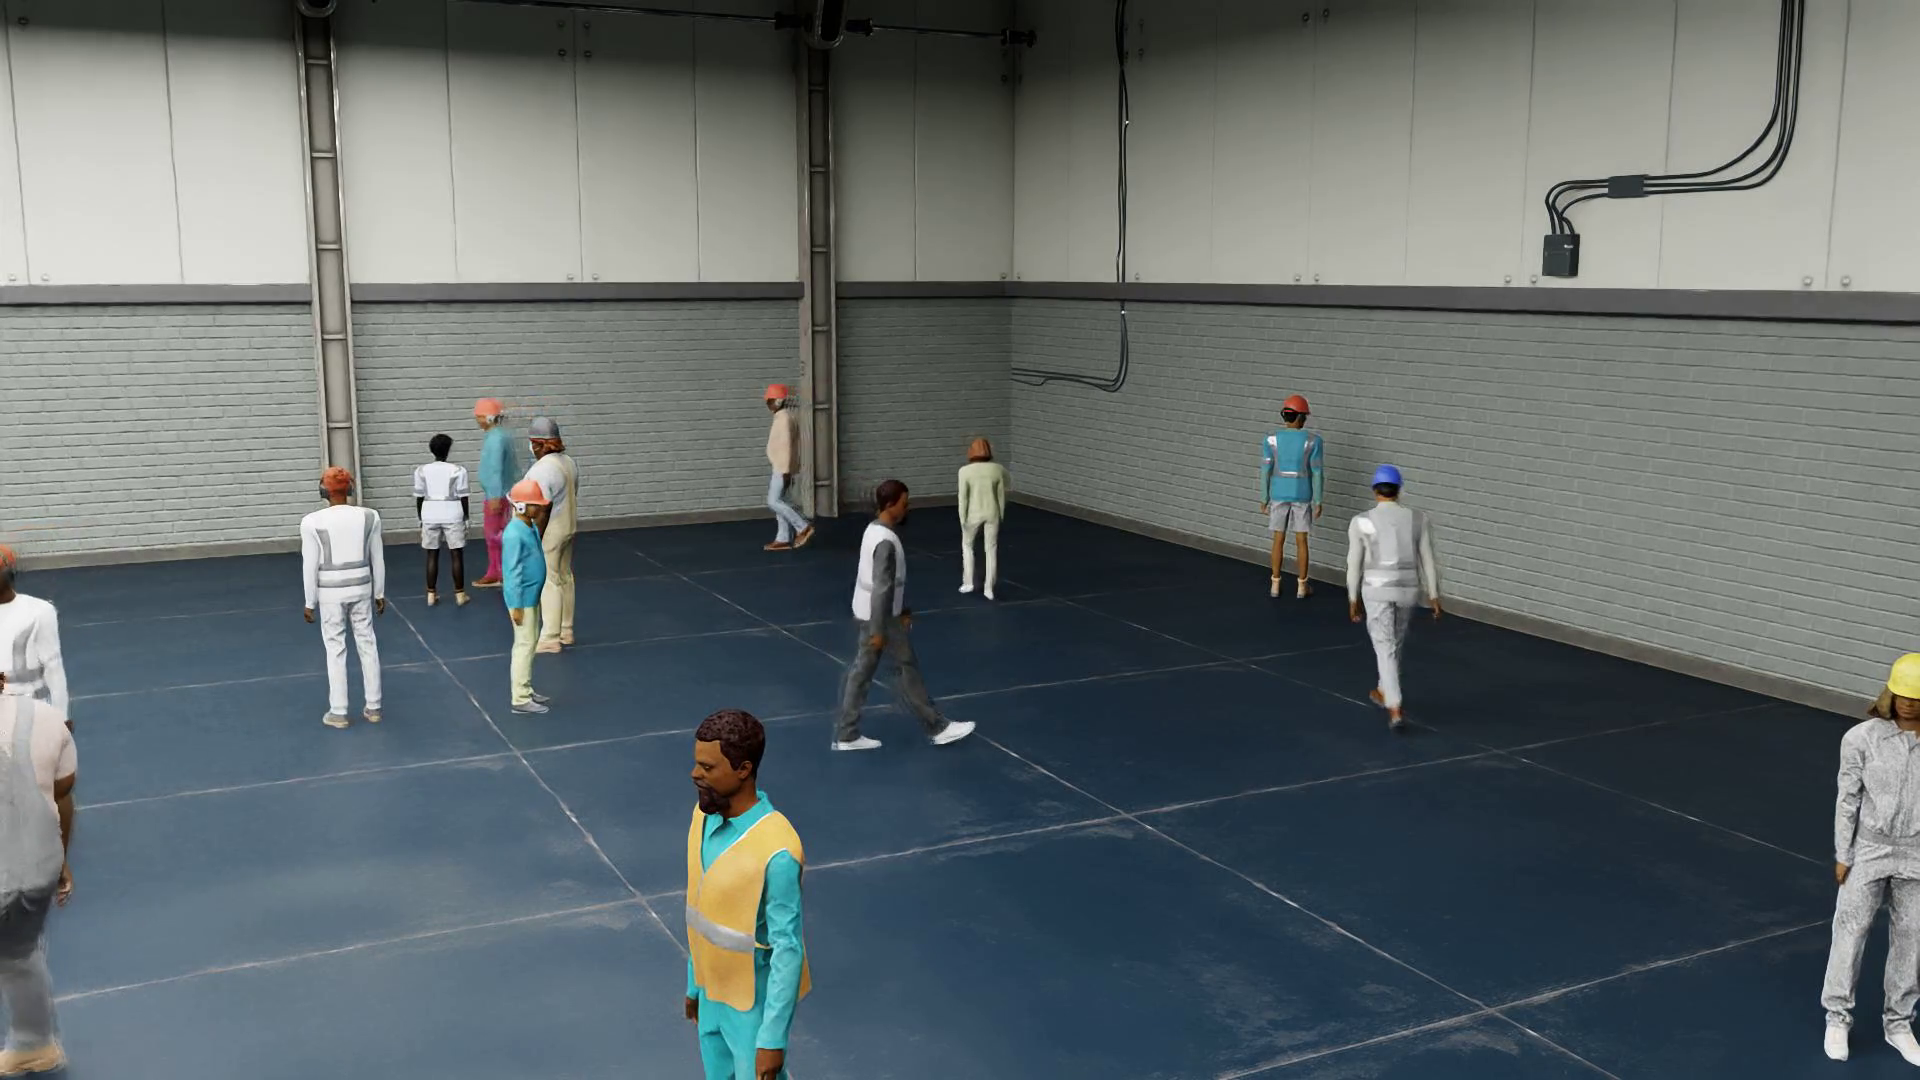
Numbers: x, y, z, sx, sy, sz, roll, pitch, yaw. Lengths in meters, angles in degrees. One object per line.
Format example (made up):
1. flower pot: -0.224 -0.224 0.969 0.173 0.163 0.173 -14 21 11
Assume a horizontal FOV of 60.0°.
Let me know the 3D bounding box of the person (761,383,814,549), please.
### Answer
1. person: -2.057 -0.845 19.450 0.503 1.981 0.623 -1 9 -8

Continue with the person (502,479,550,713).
1. person: -3.220 0.411 12.408 0.347 1.747 0.574 -1 9 -3

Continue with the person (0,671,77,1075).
1. person: -3.766 1.246 6.354 0.676 2.000 0.745 4 10 23

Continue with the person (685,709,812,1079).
1. person: -0.695 1.472 5.333 0.391 1.920 0.593 -7 11 -36

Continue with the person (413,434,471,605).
1. person: -5.072 -0.194 16.310 0.541 1.690 0.321 0 9 -1

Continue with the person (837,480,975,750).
1. person: -0.397 0.518 11.339 0.972 1.870 0.603 -2 9 -12

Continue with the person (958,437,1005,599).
1. person: 0.210 -0.229 16.764 0.520 1.614 0.602 -2 9 -13

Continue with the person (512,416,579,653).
1. person: -3.592 -0.054 14.362 0.538 2.000 0.681 1 9 9

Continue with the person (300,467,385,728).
1. person: -4.436 0.408 11.993 0.585 1.882 0.337 -7 12 -39

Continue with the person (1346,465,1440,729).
1. person: 3.162 0.402 12.102 0.678 1.872 1.011 -1 9 -4

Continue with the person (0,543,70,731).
1. person: -5.172 0.927 8.977 0.597 1.822 0.962 2 9 11

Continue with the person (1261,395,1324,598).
1. person: 3.337 -0.436 16.714 0.615 2.038 0.383 3 10 19

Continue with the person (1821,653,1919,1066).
1. person: 3.871 1.312 6.866 0.487 1.741 0.313 2 9 11
